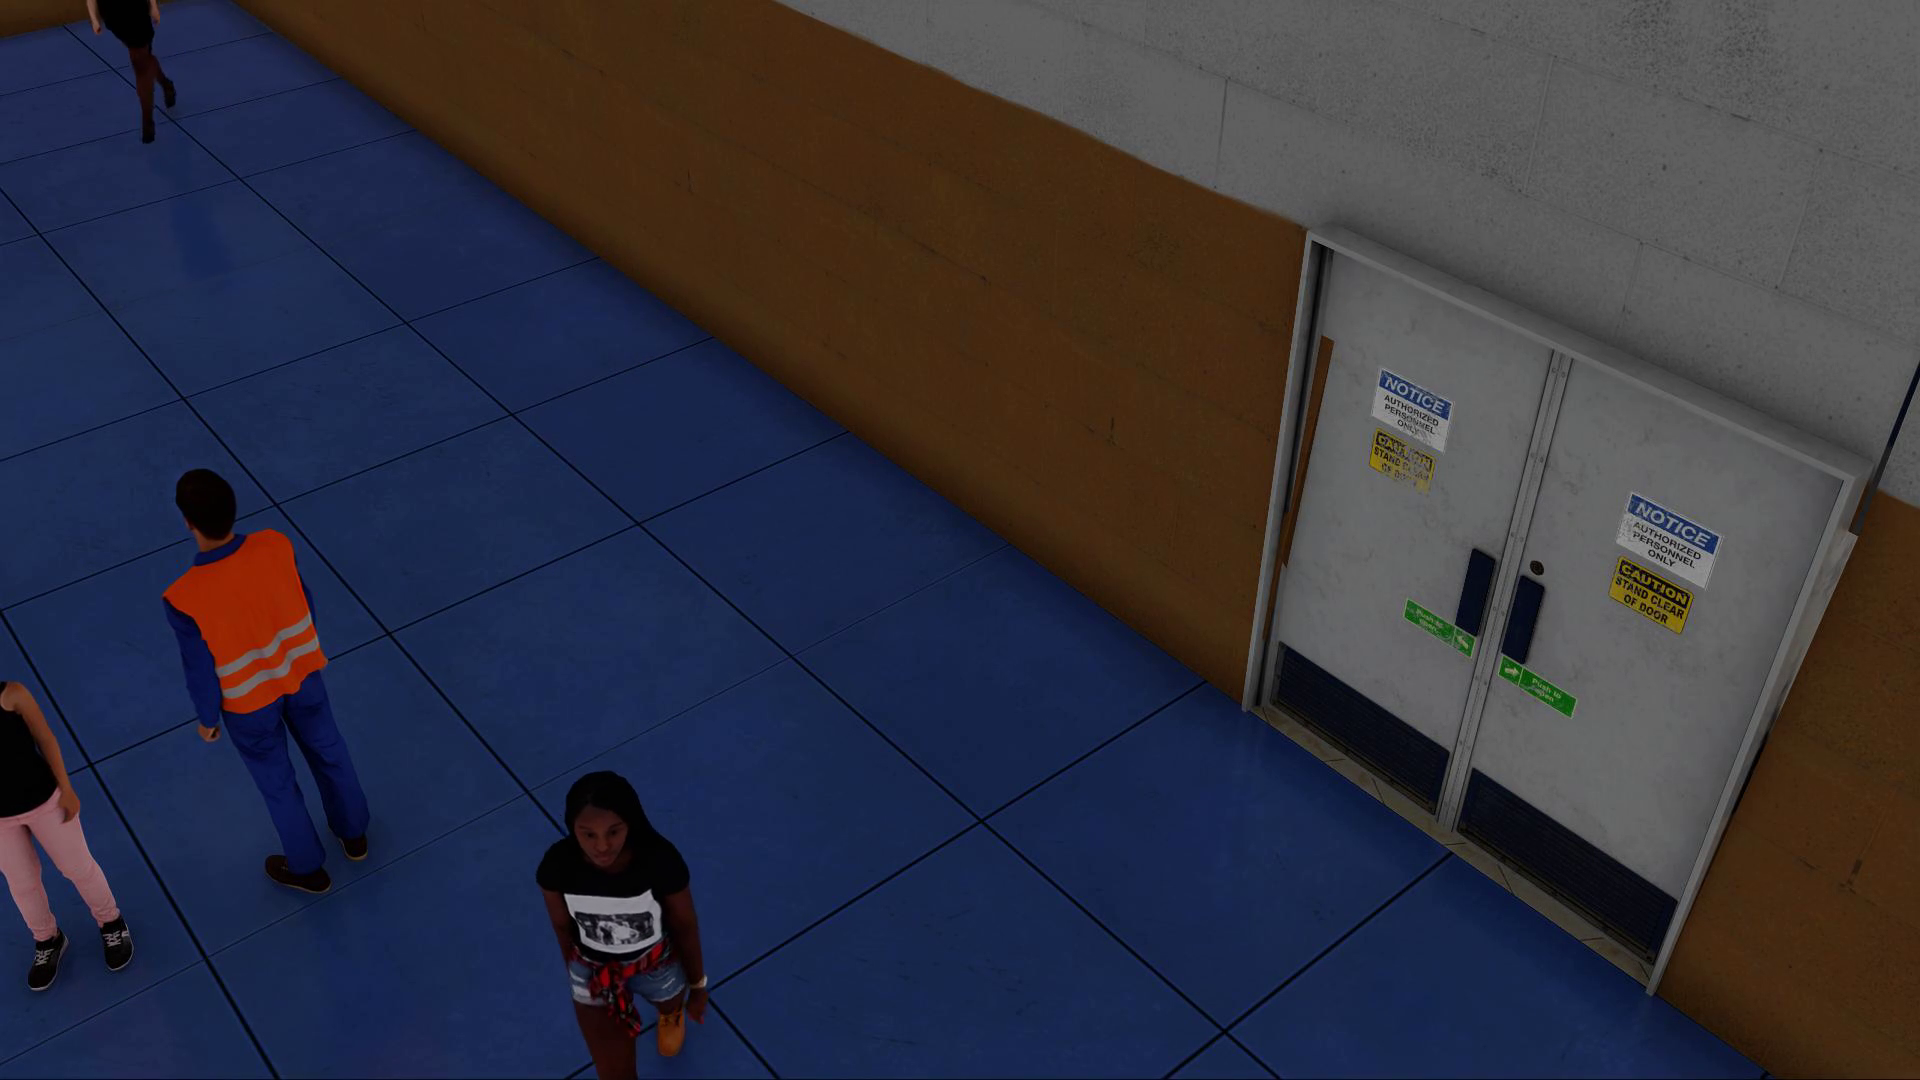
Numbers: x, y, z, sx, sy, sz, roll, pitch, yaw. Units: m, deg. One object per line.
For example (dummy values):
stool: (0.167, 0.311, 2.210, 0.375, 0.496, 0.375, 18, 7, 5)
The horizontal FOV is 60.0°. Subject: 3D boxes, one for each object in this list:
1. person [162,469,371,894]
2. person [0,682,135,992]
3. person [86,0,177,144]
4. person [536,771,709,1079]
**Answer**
person: (-2.505, 0.530, 6.014, 0.805, 1.864, 0.641, 22, 42, 27)
person: (-3.258, 0.911, 5.756, 0.544, 1.565, 0.658, -12, 38, -15)
person: (-5.941, -3.770, 11.906, 1.100, 1.652, 1.044, -4, 37, -5)
person: (-1.007, 1.293, 5.154, 1.251, 1.676, 1.135, -5, 37, -6)
